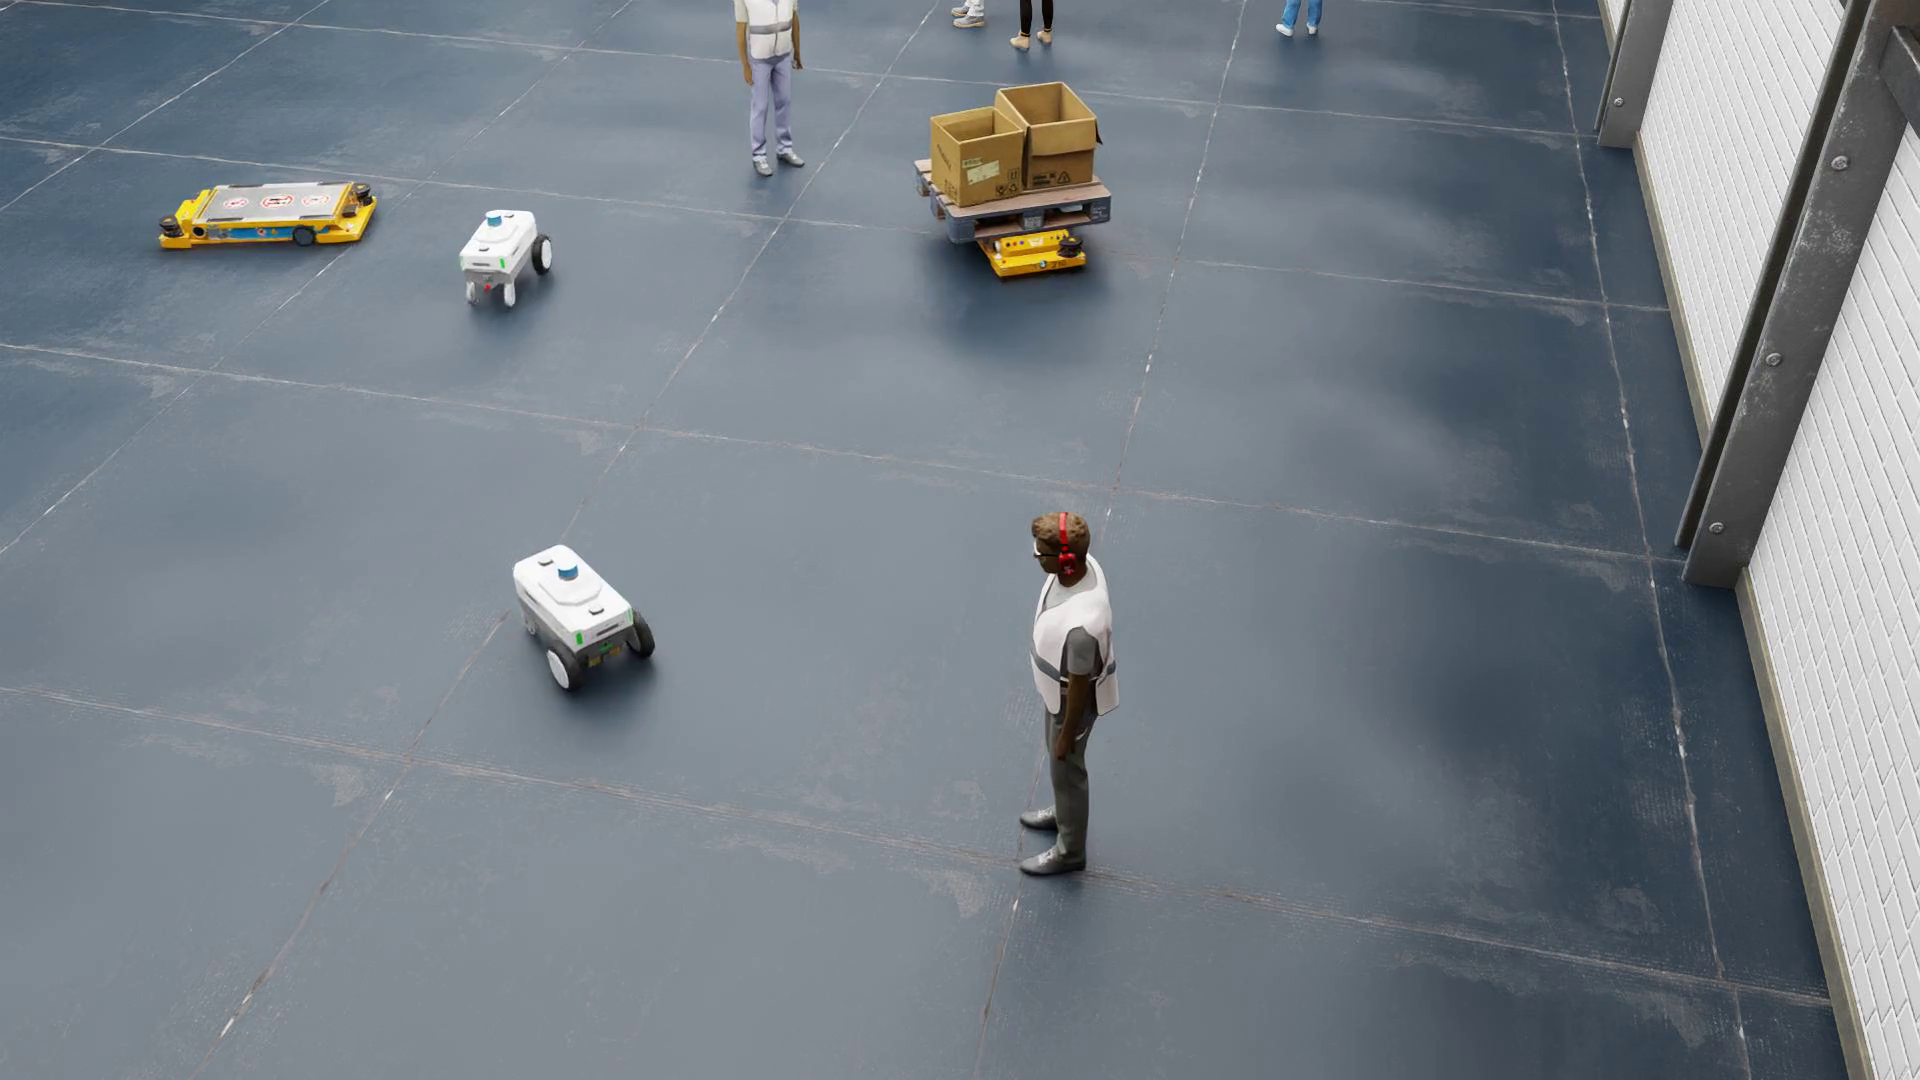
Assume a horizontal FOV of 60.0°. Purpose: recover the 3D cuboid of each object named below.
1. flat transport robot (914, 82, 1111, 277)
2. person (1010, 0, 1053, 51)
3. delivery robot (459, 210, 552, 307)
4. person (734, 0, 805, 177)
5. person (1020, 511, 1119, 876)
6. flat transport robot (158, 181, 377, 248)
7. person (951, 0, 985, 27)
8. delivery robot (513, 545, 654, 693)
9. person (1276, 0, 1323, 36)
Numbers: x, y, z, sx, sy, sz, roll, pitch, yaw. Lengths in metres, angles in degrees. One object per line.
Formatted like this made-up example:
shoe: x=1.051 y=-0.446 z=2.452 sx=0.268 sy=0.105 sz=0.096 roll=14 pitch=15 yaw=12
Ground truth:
flat transport robot: x=0.391 y=-2.398 z=12.428 sx=0.659 sy=0.231 sz=1.431 roll=-10 pitch=38 yaw=-14
person: x=0.670 y=-5.333 z=15.163 sx=0.532 sy=1.693 sz=0.320 roll=-19 pitch=41 yaw=-23
delivery robot: x=-3.225 y=-2.029 z=11.711 sx=0.499 sy=0.614 sz=0.802 roll=4 pitch=37 yaw=5
person: x=-1.487 y=-3.772 z=12.960 sx=0.576 sy=1.835 sz=0.403 roll=-26 pitch=44 yaw=-30
person: x=0.466 y=0.650 z=7.045 sx=0.398 sy=1.833 sz=0.570 roll=-2 pitch=37 yaw=-2
flat transport robot: x=-5.181 y=-2.437 z=12.480 sx=1.431 sy=0.231 sz=0.659 roll=-3 pitch=37 yaw=-3
person: x=0.098 y=-5.797 z=15.629 sx=0.355 sy=1.882 sz=0.574 roll=-1 pitch=37 yaw=-2
delivery robot: x=-1.961 y=0.358 z=8.493 sx=0.499 sy=0.586 sz=0.773 roll=-27 pitch=44 yaw=-31
person: x=3.243 y=-5.545 z=15.418 sx=0.487 sy=1.732 sz=0.365 roll=-7 pitch=37 yaw=-9
